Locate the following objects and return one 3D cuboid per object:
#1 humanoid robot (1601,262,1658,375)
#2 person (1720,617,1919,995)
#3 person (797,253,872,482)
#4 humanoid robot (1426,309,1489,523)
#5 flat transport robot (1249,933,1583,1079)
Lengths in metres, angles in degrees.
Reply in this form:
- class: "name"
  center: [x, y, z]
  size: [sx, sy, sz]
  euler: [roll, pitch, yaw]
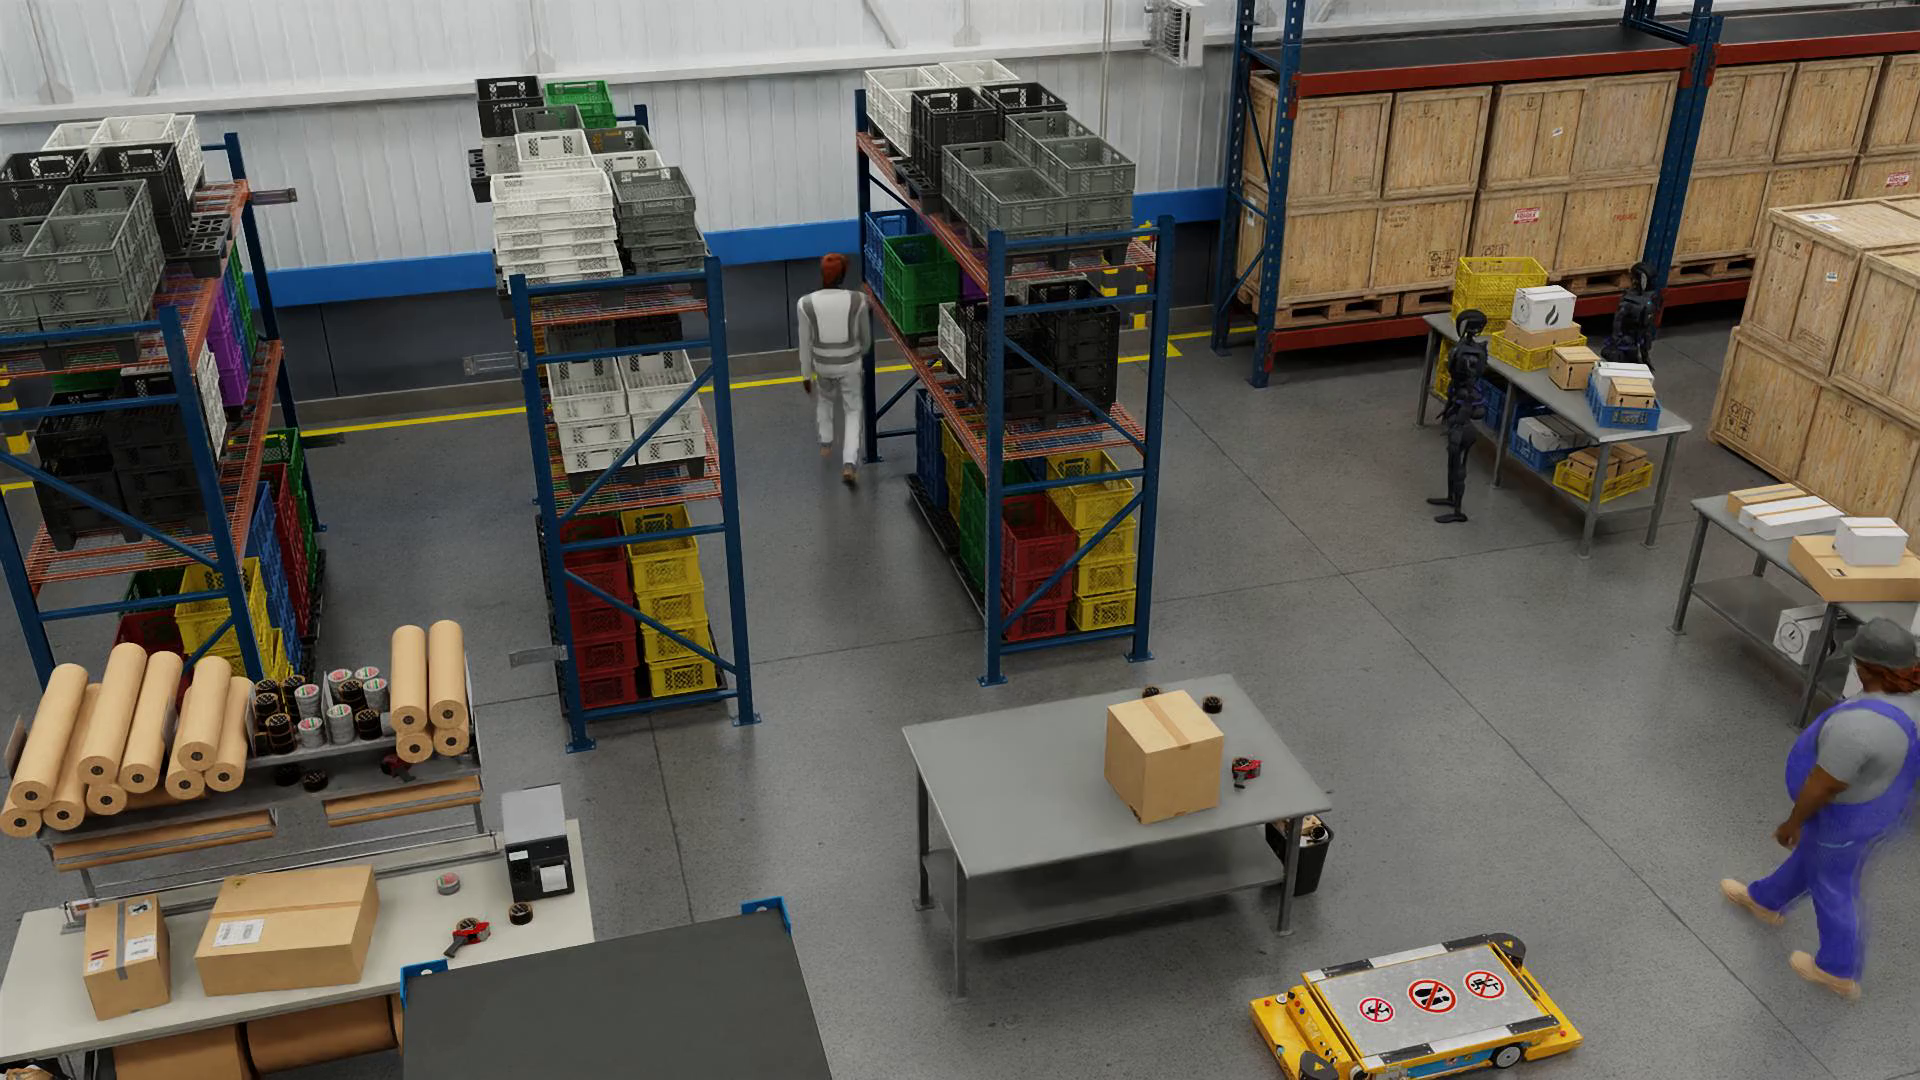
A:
- class: "humanoid robot"
  center: [5.312, -1.421, 13.269]
  size: [0.615, 1.657, 0.312]
  euler: [-21, 35, -34]
- class: "person"
  center: [4.253, 1.223, 8.099]
  size: [0.698, 2.000, 0.838]
  euler: [-20, 35, -32]
- class: "person"
  center: [-0.977, -1.391, 13.065]
  size: [0.555, 1.823, 0.935]
  euler: [1, 29, 3]
- class: "humanoid robot"
  center: [3.715, -0.925, 12.366]
  size: [0.317, 1.657, 0.597]
  euler: [3, 29, 6]
- class: "flat transport robot"
  center: [2.184, 2.282, 7.980]
  size: [1.431, 0.197, 0.652]
  euler: [-8, 30, -14]
